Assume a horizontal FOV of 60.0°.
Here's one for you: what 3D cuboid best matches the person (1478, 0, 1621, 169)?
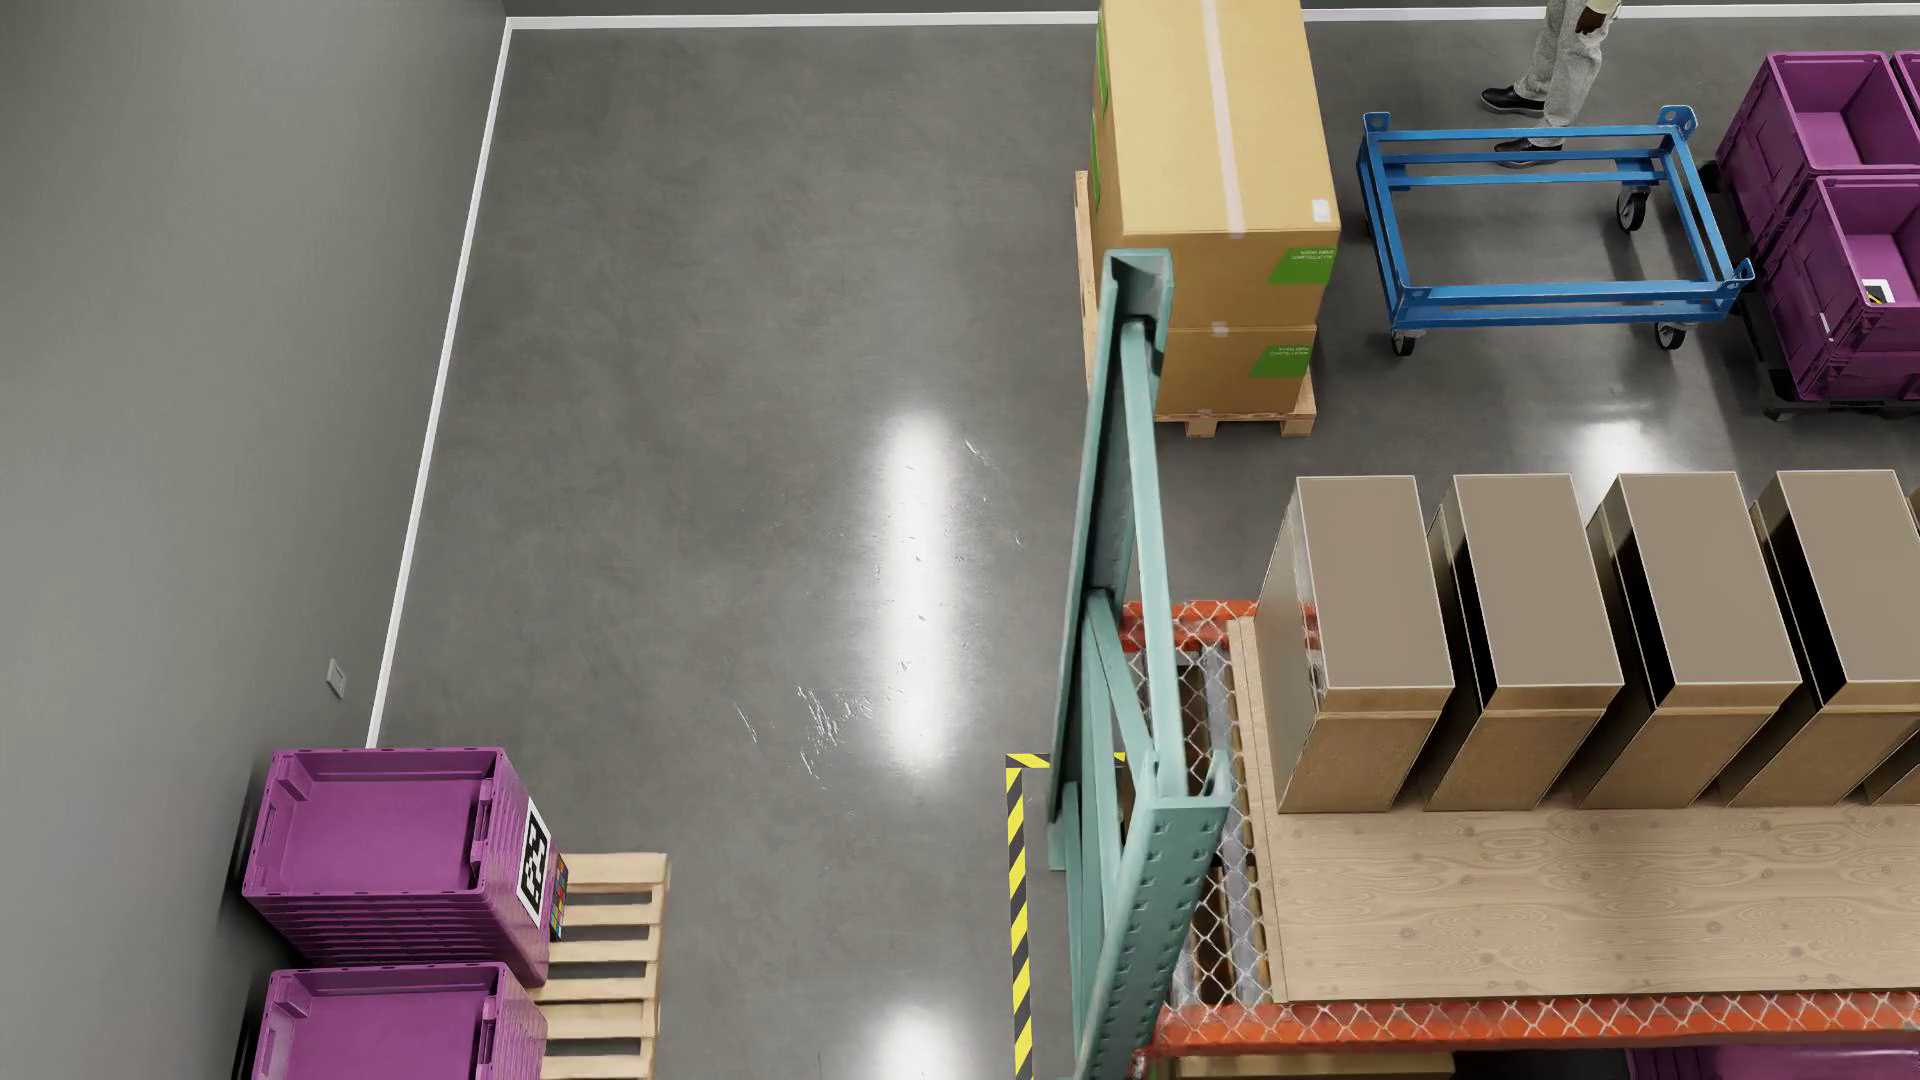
[{"bbox_3d":[2.320,-2.155,6.084,0.404,1.833,0.590,2,58,1],"label":"person"}]
